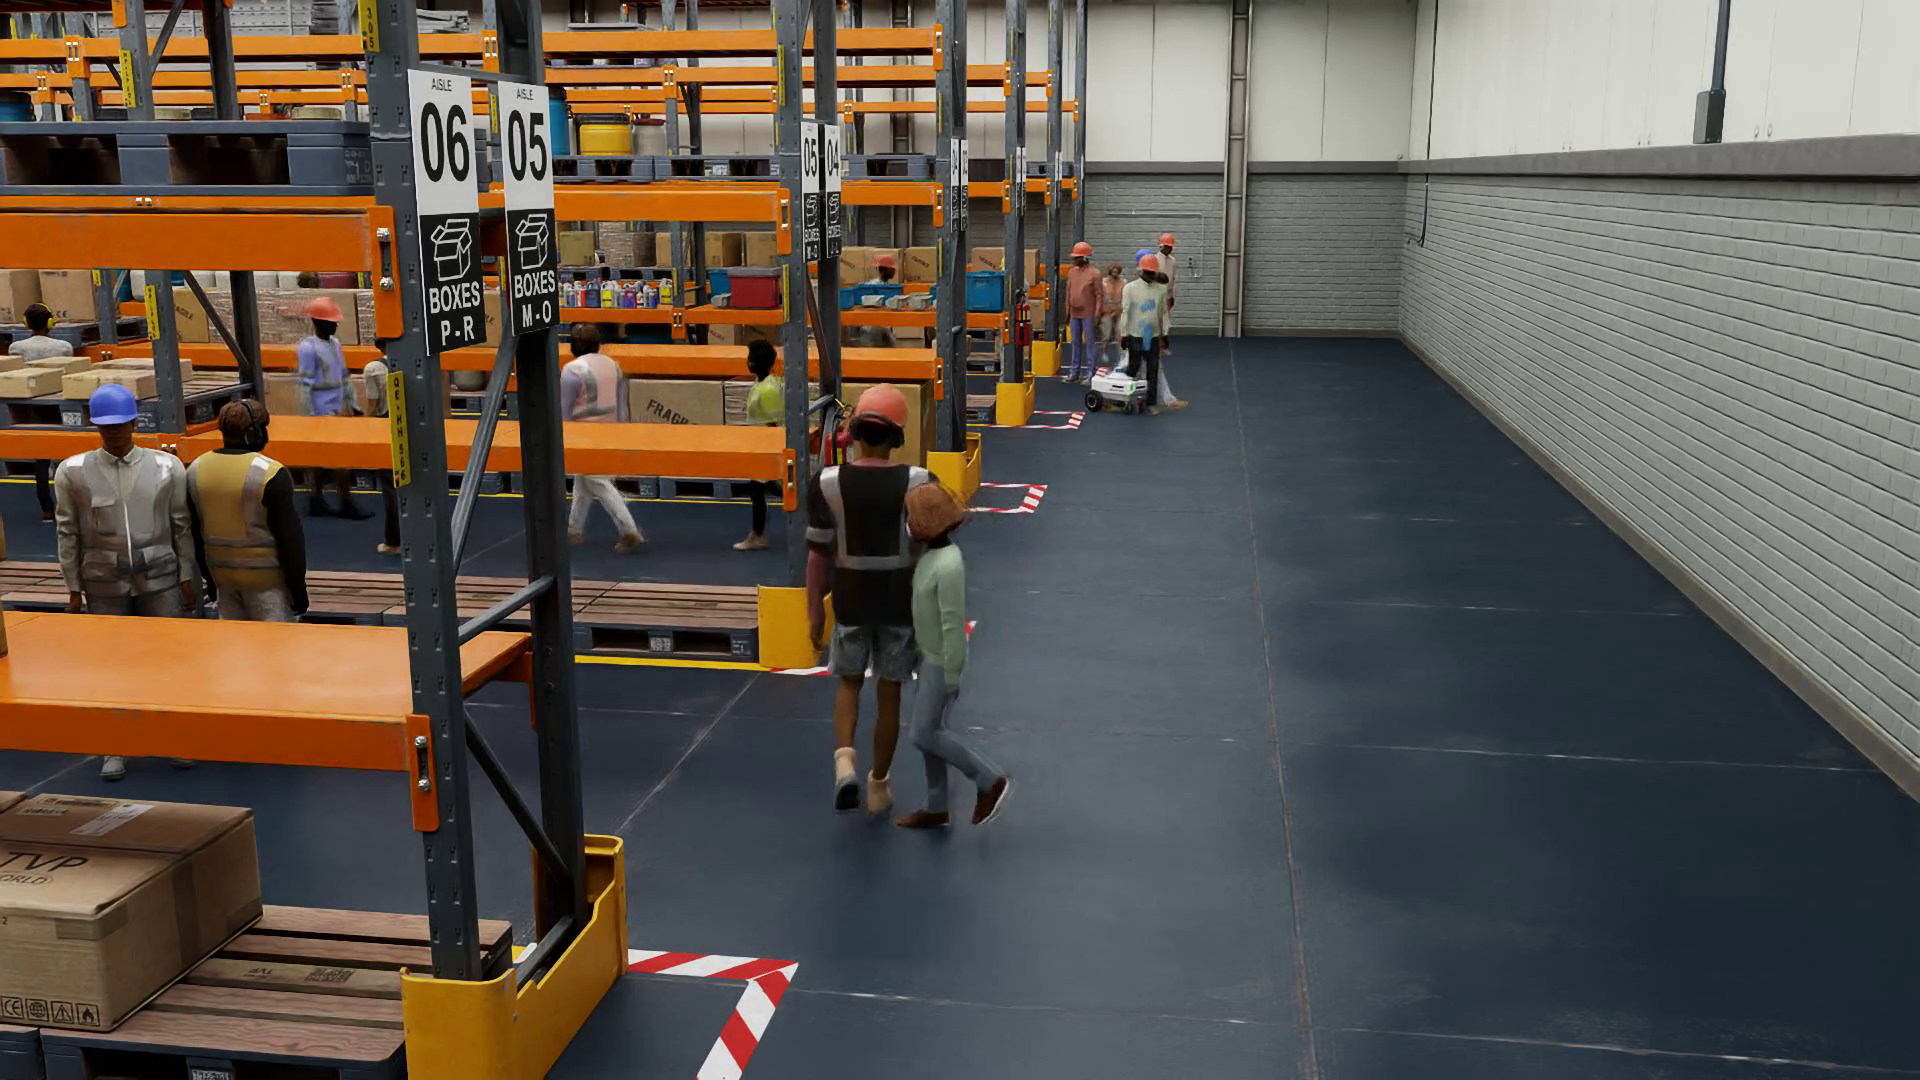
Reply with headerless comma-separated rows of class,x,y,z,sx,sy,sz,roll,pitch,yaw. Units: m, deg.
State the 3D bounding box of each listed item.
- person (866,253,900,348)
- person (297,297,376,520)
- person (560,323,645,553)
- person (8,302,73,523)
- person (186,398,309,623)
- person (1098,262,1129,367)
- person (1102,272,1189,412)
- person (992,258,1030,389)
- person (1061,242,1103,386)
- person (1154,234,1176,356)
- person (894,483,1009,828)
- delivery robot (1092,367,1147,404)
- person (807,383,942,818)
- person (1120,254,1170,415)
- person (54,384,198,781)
person,-0.995,-2.749,21.579,0.552,1.913,0.578,4,13,19
person,-5.310,-1.118,14.216,0.776,1.903,0.569,0,12,0
person,-2.869,-0.803,13.071,0.958,1.806,0.623,5,13,22
person,-7.745,-1.080,14.137,0.512,1.872,0.330,-4,13,-16
person,-3.554,0.202,8.413,0.636,1.842,0.429,4,13,19
person,2.344,-3.438,25.355,0.544,1.613,0.472,-1,13,-6
person,2.272,-2.450,20.657,1.128,1.746,0.640,1,13,6
person,0.673,-2.983,22.810,0.588,1.833,0.404,-10,16,-38
person,1.706,-3.152,23.220,0.609,1.988,0.392,12,17,43
person,3.274,-3.937,26.809,0.621,1.979,0.430,-10,16,-38
person,-0.066,0.537,7.434,0.417,1.612,0.501,-2,13,-11
delivery robot,1.973,-1.892,20.581,0.477,0.478,0.707,-12,17,-42
person,-0.385,0.307,7.556,0.614,2.019,0.531,1,13,3
person,2.271,-2.529,20.485,0.658,1.975,0.502,-4,13,-18
person,-4.080,0.199,8.185,0.605,1.948,0.384,-7,14,-29
